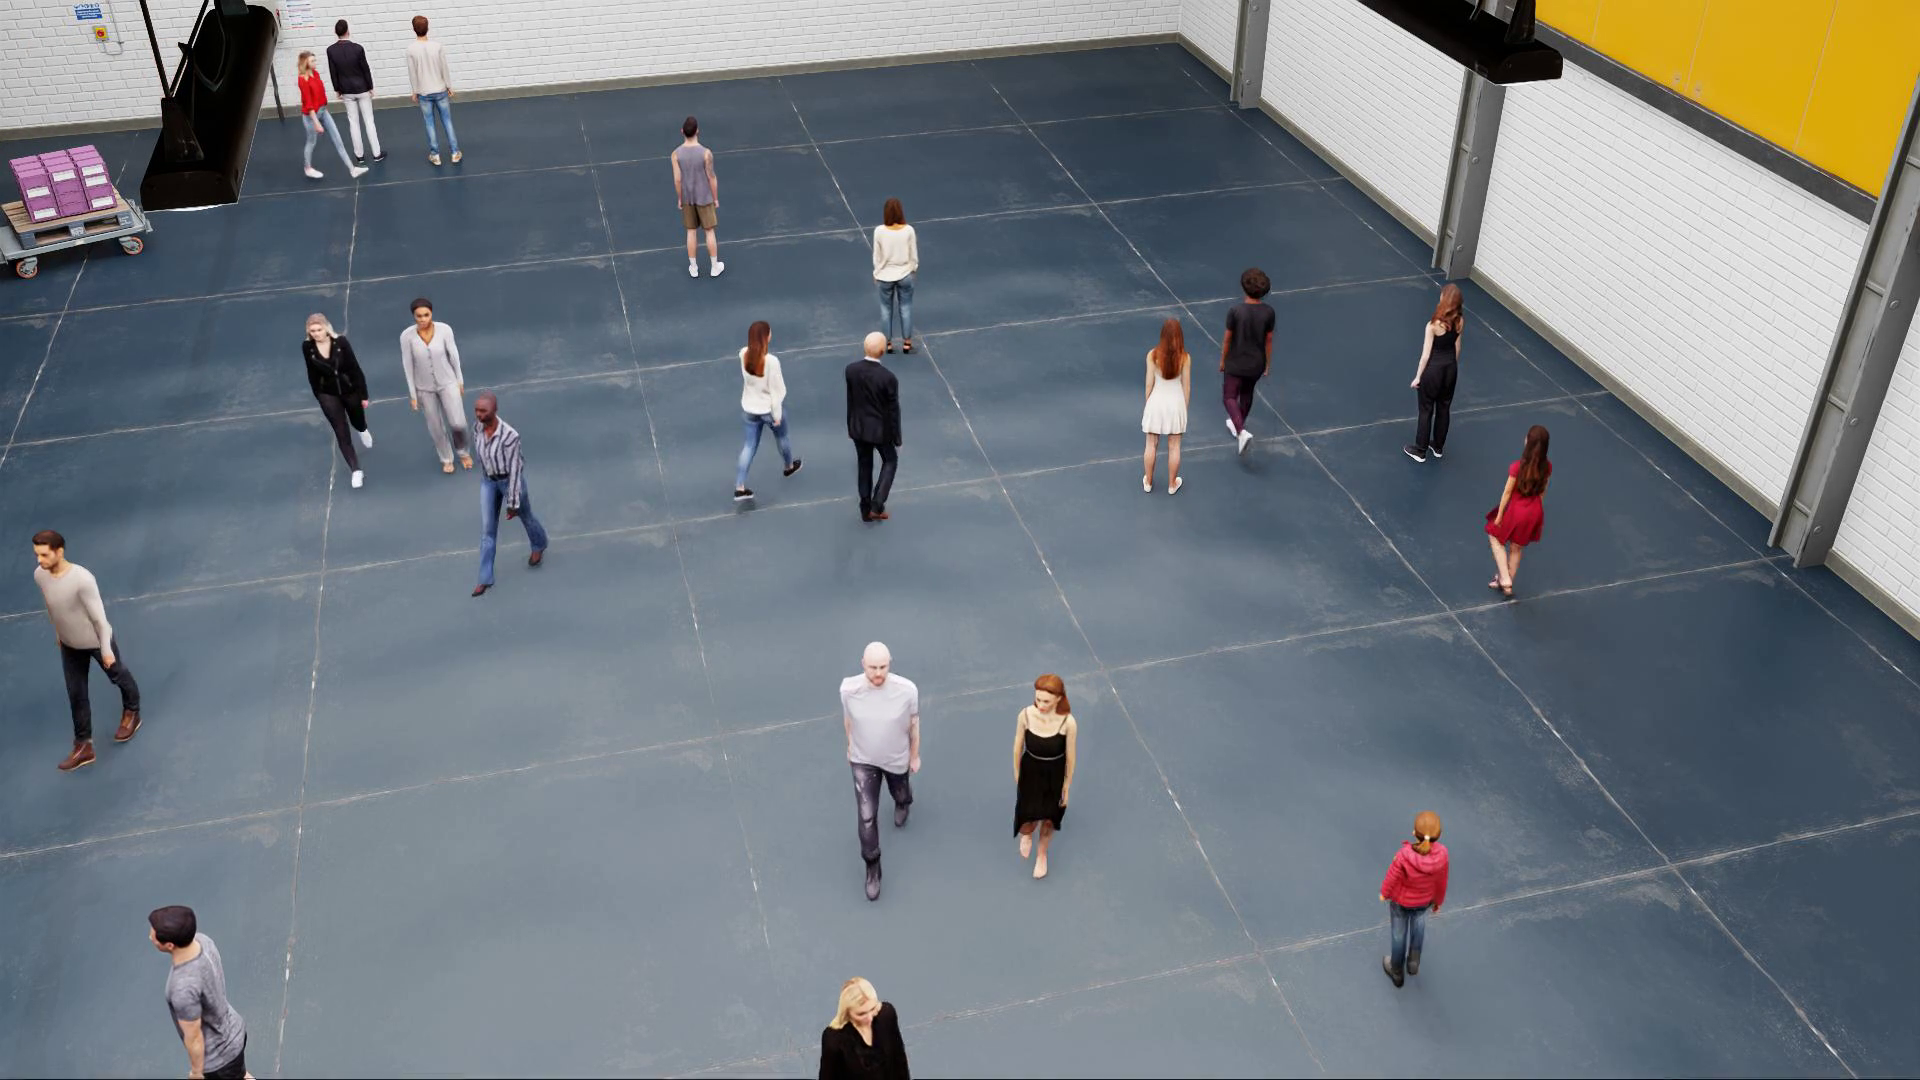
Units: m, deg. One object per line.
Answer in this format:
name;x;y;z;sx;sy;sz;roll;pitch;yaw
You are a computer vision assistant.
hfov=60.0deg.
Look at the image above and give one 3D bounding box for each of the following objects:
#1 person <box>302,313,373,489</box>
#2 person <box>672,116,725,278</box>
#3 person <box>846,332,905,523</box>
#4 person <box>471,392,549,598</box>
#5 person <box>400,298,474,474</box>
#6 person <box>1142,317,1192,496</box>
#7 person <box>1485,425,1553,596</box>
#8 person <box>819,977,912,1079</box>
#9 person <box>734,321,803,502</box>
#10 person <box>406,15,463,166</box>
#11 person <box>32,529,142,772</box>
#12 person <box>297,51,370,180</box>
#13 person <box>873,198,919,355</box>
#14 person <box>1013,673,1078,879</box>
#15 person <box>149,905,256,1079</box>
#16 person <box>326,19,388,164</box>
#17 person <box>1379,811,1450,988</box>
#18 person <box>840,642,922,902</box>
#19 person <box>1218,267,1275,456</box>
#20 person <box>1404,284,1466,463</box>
person;-5.584;-1.337;15.020;0.636;1.661;1.008;-12;35;-17
person;-2.939;-3.834;18.586;0.686;1.846;0.663;0;34;0
person;-0.790;-0.903;14.256;0.858;1.784;0.890;11;35;16
person;-3.653;-0.439;13.600;1.106;1.738;1.259;13;36;18
person;-4.780;-1.446;15.128;0.619;1.723;0.586;-9;35;-13
person;1.829;-1.191;14.753;0.640;1.714;0.658;7;34;10
person;4.540;-0.187;13.403;0.571;1.537;0.668;-6;34;-9
person;-0.553;2.846;8.578;0.754;1.827;0.815;-28;42;-35
person;-1.797;-1.103;14.674;1.103;1.655;1.168;18;38;25
person;-6.845;-5.824;21.554;0.687;1.902;0.585;-12;35;-17
person;-6.160;0.664;11.843;0.923;1.846;1.100;5;34;7
person;-8.203;-5.323;21.027;1.049;1.651;1.163;7;34;10
person;-0.664;-2.700;17.055;0.650;1.679;0.587;-3;34;-5
person;0.576;1.481;10.824;0.692;1.614;0.767;7;34;10
person;-3.936;2.656;8.831;0.735;1.864;0.517;-6;34;-9
person;-7.877;-5.838;21.627;0.694;1.844;0.616;-2;34;-4
person;2.747;2.203;10.012;0.534;1.309;0.534;-5;34;-7
person;-0.486;1.359;10.831;0.925;1.809;1.280;1;34;2
person;2.648;-1.640;15.382;0.646;1.765;0.990;-6;34;-10
person;4.390;-1.531;15.235;0.595;1.747;0.531;-11;35;-16
